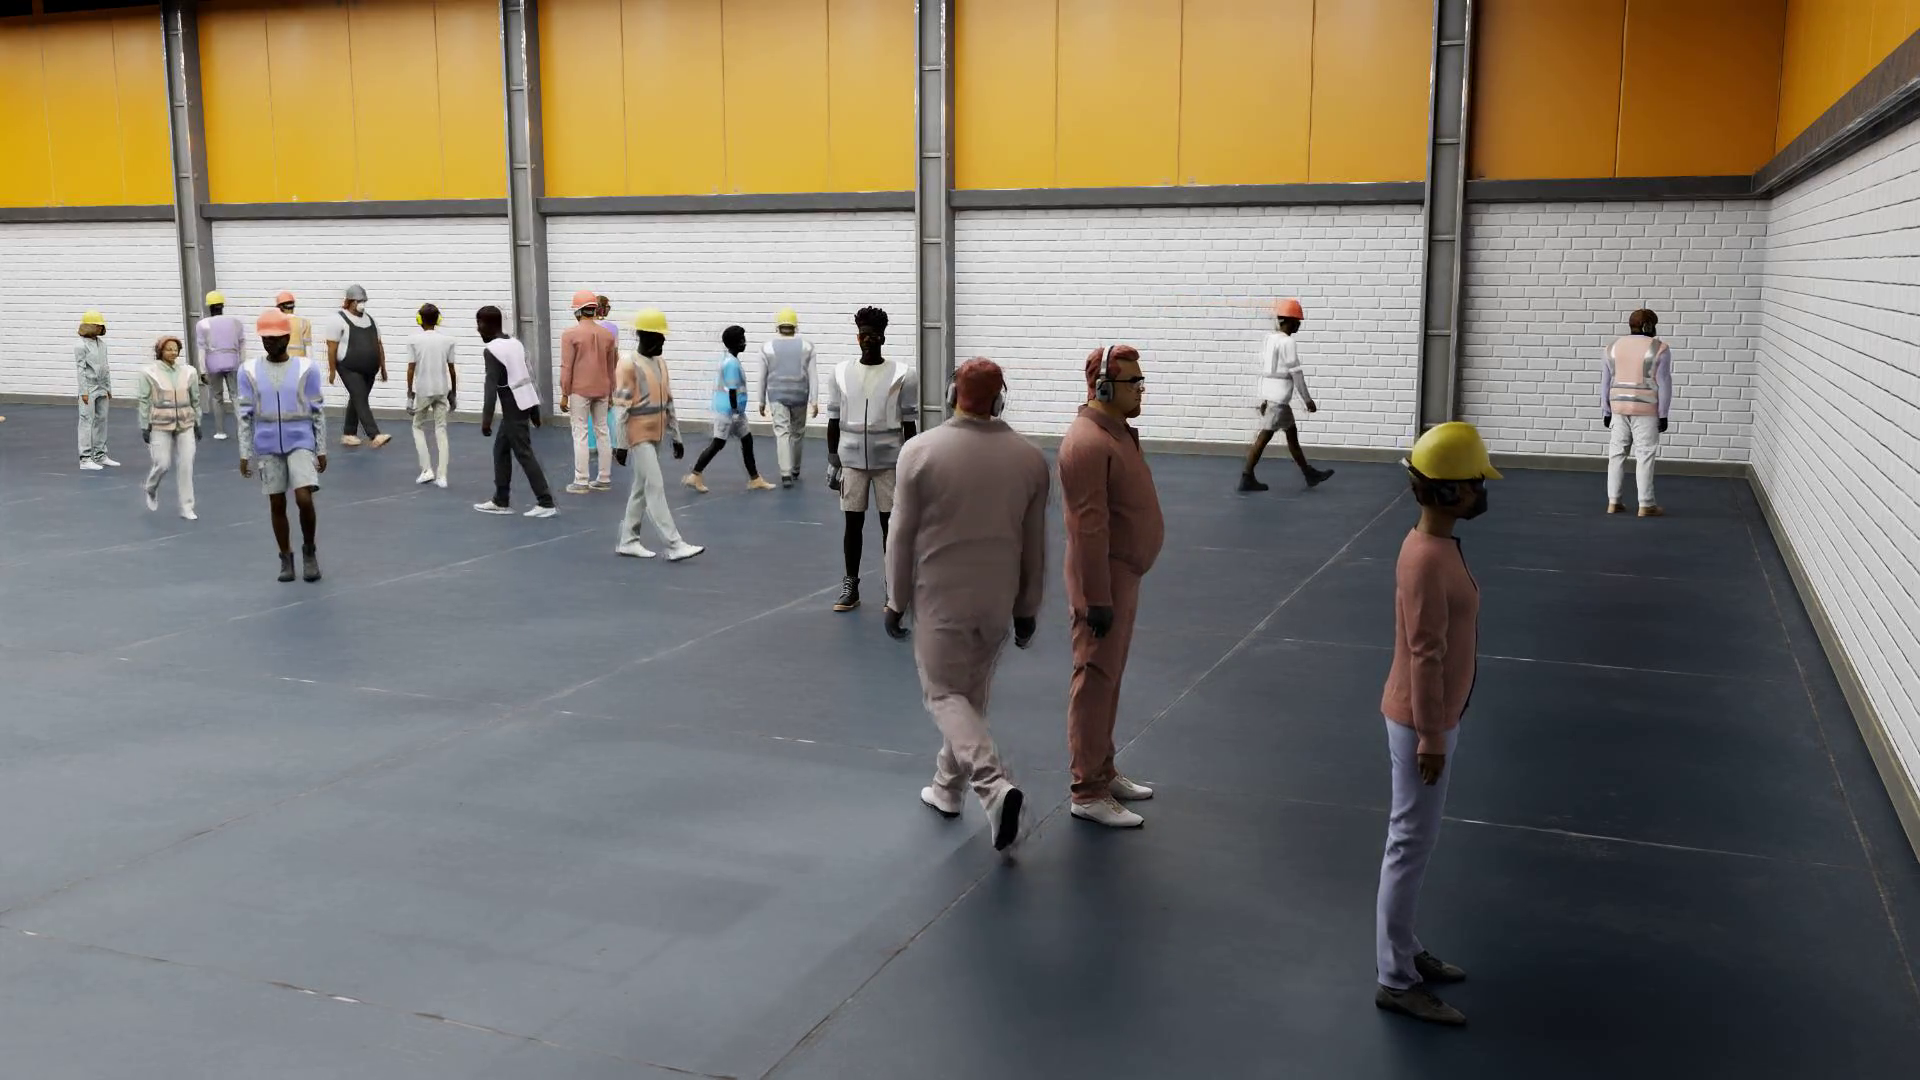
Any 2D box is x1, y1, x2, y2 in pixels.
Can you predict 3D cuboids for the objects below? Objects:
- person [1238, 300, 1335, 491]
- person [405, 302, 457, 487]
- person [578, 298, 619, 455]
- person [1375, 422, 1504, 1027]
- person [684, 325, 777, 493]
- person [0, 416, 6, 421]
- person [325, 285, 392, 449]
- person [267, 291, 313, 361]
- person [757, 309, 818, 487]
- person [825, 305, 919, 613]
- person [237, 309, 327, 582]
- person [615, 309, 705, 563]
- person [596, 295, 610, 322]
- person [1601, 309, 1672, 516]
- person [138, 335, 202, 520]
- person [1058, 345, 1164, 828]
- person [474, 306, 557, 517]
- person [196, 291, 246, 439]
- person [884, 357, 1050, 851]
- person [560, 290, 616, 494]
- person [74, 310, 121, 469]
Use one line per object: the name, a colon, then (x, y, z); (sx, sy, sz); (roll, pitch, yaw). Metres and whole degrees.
person: (3.222, -1.411, 16.393); (1.023, 1.868, 0.544); (-1, 9, -5)
person: (-5.342, -1.458, 16.758); (0.553, 1.848, 0.598); (-6, 11, -34)
person: (-4.275, -1.925, 19.591); (0.563, 1.847, 0.389); (-6, 11, -32)
person: (1.418, 0.532, 4.950); (0.315, 1.767, 0.534); (3, 10, 17)
person: (-2.286, -1.274, 16.244); (0.884, 1.654, 0.532); (-1, 9, -7)
person: (-13.938, -2.592, 23.655); (0.630, 1.843, 0.429); (5, 11, 30)
person: (-7.302, -2.141, 20.317); (1.039, 2.000, 0.700); (5, 11, 30)
person: (-8.718, -2.297, 21.704); (0.550, 1.899, 0.776); (-5, 11, -28)
person: (-1.748, -1.447, 16.884); (0.609, 1.784, 0.959); (-1, 9, -8)
person: (-0.569, -0.512, 10.670); (0.607, 1.966, 0.367); (1, 9, 8)
person: (-4.720, -0.639, 11.587); (0.560, 1.919, 0.570); (-2, 10, -14)
person: (-2.261, -0.778, 12.485); (0.806, 1.890, 0.612); (3, 10, 17)
person: (-4.573, -2.191, 21.210); (0.514, 1.844, 0.328); (7, 11, 35)
person: (6.026, -1.131, 14.813); (0.430, 1.841, 0.624); (-8, 12, -40)
person: (-6.933, -0.987, 14.577); (0.532, 1.627, 0.521); (9, 13, 44)
person: (0.612, 0.174, 6.693); (0.410, 1.909, 0.643); (2, 10, 13)
person: (-3.988, -1.120, 14.648); (0.898, 1.868, 0.614); (1, 9, 4)
person: (-9.367, -2.210, 21.161); (0.588, 1.911, 0.673); (-8, 12, -39)
person: (0.057, 0.234, 6.439); (0.648, 1.874, 0.834); (-5, 11, -27)
person: (-3.652, -1.451, 16.318); (0.396, 1.989, 0.619); (8, 13, 41)
person: (-9.463, -1.641, 18.221); (0.340, 1.735, 0.483); (1, 9, 7)
